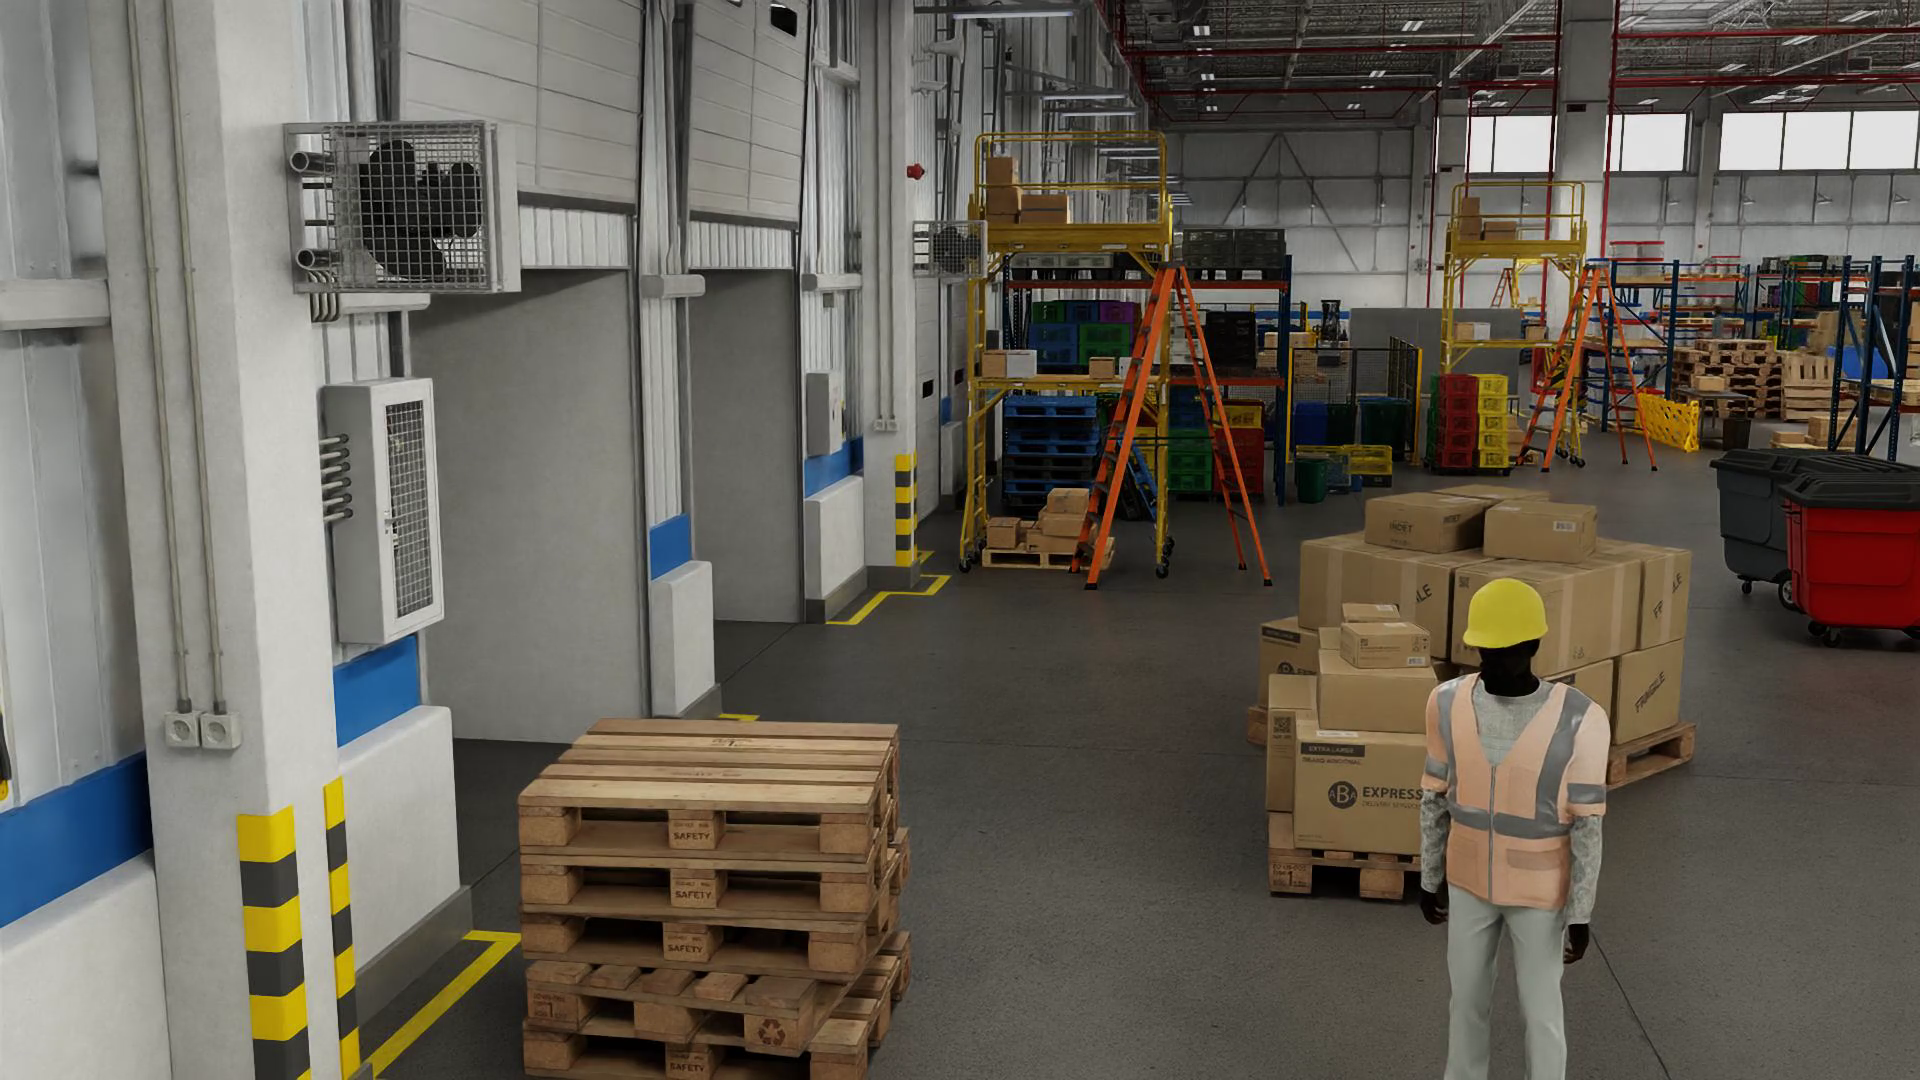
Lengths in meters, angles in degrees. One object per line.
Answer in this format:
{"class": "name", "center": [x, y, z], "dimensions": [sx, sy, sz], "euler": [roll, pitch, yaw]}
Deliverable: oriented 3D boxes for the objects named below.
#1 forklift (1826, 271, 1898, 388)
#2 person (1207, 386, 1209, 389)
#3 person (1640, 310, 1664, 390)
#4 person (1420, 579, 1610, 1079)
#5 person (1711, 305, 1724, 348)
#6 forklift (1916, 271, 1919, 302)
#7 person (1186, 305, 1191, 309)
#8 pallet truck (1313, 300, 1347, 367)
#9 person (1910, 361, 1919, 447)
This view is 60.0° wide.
{"class": "forklift", "center": [21.069, -4.771, 38.191], "dimensions": [1.873, 2.768, 1.129], "euler": [1, 9, 9]}
{"class": "person", "center": [5.159, -3.652, 35.137], "dimensions": [0.313, 1.634, 0.514], "euler": [-5, 11, -29]}
{"class": "person", "center": [16.303, -4.450, 39.159], "dimensions": [0.588, 1.916, 0.566], "euler": [8, 12, 41]}
{"class": "person", "center": [1.691, 1.062, 5.183], "dimensions": [0.585, 1.919, 0.397], "euler": [8, 12, 40]}
{"class": "person", "center": [21.115, -5.578, 46.209], "dimensions": [0.971, 1.905, 0.638], "euler": [4, 10, 22]}
{"class": "forklift", "center": [27.383, -6.247, 47.292], "dimensions": [1.873, 2.768, 1.129], "euler": [4, 10, 24]}
{"class": "person", "center": [6.167, -5.357, 44.740], "dimensions": [0.543, 1.930, 0.389], "euler": [-6, 11, -31]}
{"class": "pallet truck", "center": [11.159, -6.200, 49.718], "dimensions": [0.823, 1.965, 1.885], "euler": [4, 10, 26]}
{"class": "person", "center": [15.626, -2.368, 26.887], "dimensions": [0.319, 1.739, 0.484], "euler": [9, 13, 43]}
